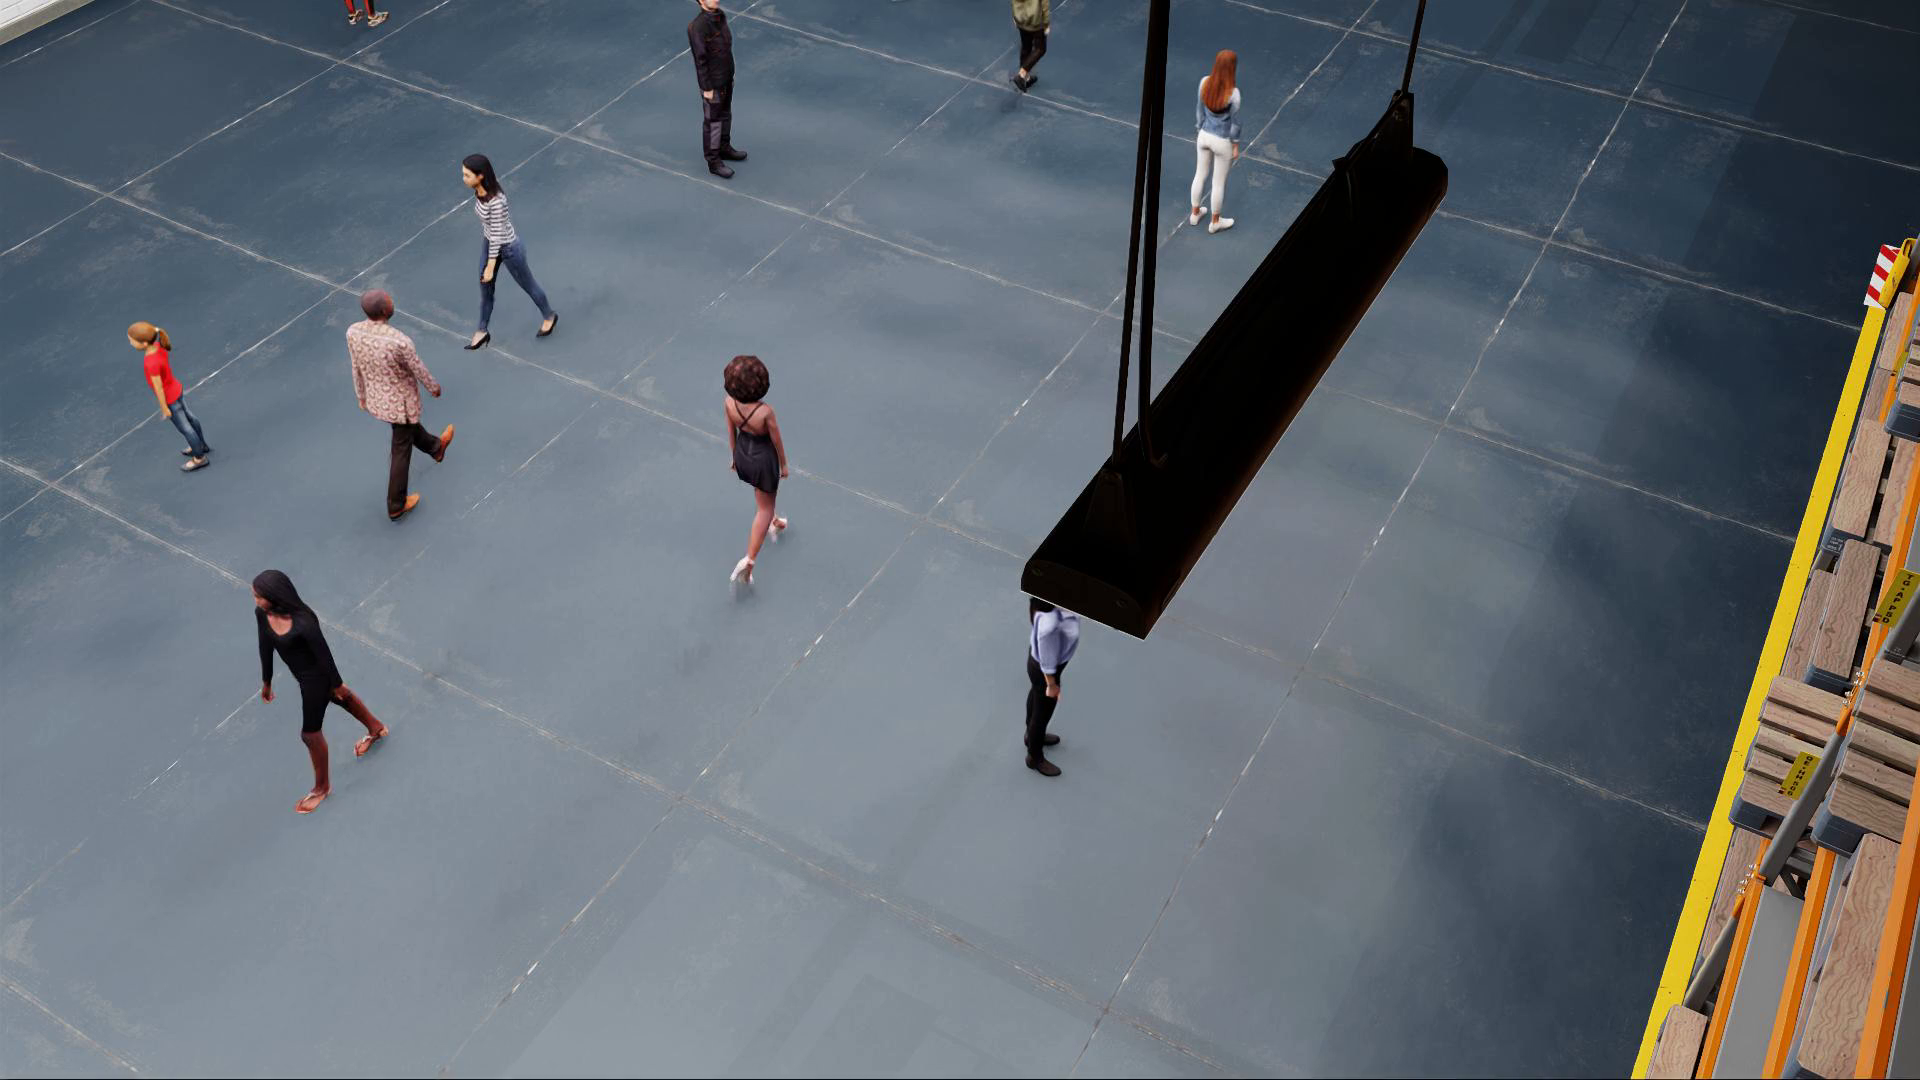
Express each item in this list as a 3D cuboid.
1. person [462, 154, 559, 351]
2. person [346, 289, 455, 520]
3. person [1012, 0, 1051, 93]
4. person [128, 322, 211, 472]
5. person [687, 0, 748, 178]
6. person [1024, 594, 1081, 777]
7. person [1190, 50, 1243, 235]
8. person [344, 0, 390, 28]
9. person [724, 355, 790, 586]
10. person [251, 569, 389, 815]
[{"bbox_3d":[-3.570,-2.327,13.396,1.131,1.752,0.860,-31,51,-28],"label":"person"},{"bbox_3d":[-4.096,-0.927,11.923,0.718,1.758,1.180,18,46,18],"label":"person"},{"bbox_3d":[0.666,-5.124,16.541,0.647,1.466,0.765,29,51,27],"label":"person"},{"bbox_3d":[-5.887,-1.089,12.419,0.611,1.309,0.549,-9,44,-9],"label":"person"},{"bbox_3d":[-2.273,-4.283,15.387,0.824,1.838,0.596,12,45,12],"label":"person"},{"bbox_3d":[0.528,0.756,10.167,0.790,1.744,0.659,2,44,2],"label":"person"},{"bbox_3d":[2.251,-3.517,14.682,0.661,1.702,0.596,34,53,30],"label":"person"},{"bbox_3d":[-6.504,-6.346,17.575,0.681,1.807,0.620,10,45,11],"label":"person"},{"bbox_3d":[-1.426,-0.461,11.432,0.640,1.761,1.086,17,46,17],"label":"person"},{"bbox_3d":[-3.904,0.771,10.197,0.639,1.680,1.016,23,48,23],"label":"person"}]
